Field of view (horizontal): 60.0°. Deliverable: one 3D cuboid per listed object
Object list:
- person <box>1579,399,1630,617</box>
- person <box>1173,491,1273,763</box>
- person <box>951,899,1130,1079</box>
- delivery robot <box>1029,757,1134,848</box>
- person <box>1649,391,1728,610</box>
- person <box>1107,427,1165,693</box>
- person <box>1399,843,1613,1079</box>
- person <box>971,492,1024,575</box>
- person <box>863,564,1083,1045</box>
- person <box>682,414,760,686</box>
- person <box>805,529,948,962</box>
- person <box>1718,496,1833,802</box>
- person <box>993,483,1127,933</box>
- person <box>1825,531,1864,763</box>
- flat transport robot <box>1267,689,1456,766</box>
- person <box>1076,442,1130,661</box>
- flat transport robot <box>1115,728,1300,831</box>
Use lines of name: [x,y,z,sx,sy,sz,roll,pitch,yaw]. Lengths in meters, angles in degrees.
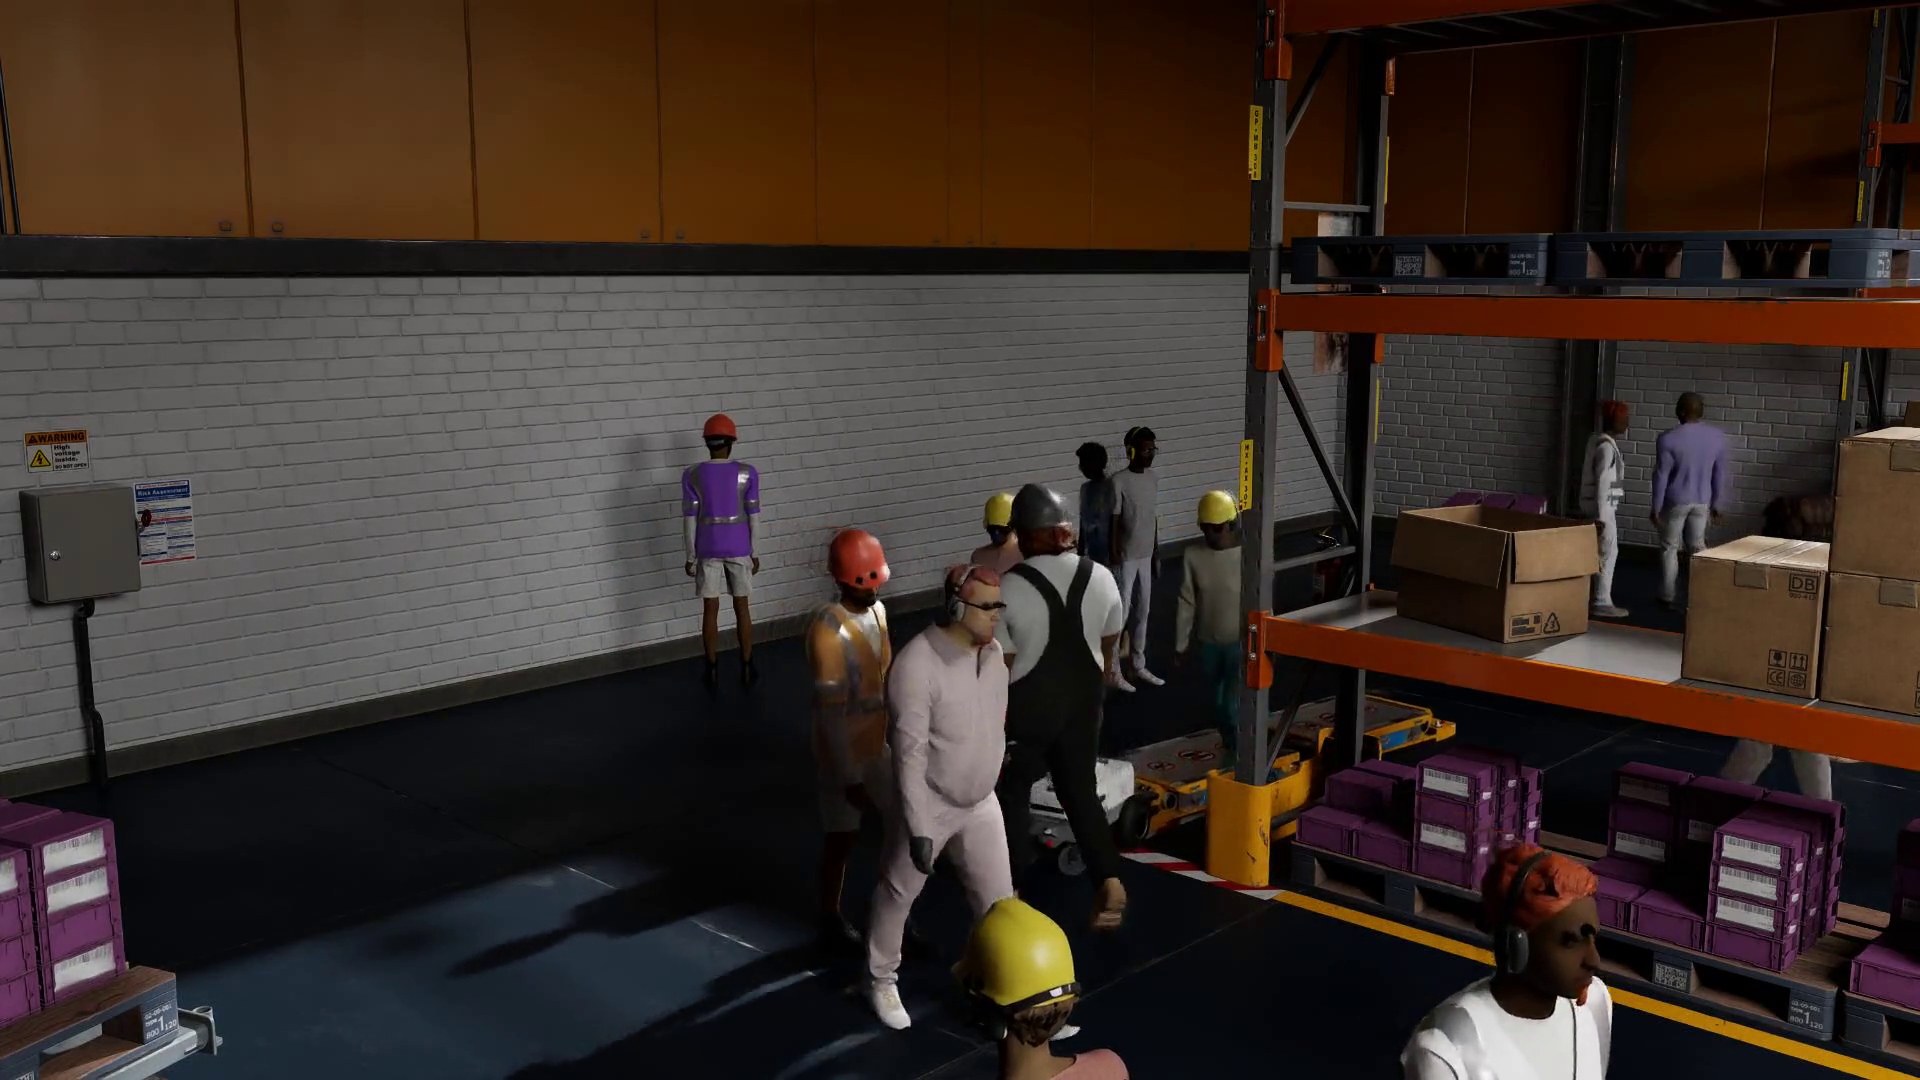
person: [5.358,-0.270,14.096,0.630,1.867,0.598,2,9,10]
person: [1.452,0.585,9.228,0.546,1.732,0.566,8,12,42]
person: [0.117,1.554,3.224,0.523,1.769,0.322,-9,13,-43]
delivery robot: [0.592,1.278,8.331,0.477,0.478,0.707,5,11,30]
person: [6.232,-0.303,14.181,0.636,1.916,0.692,-1,9,-7]
person: [1.221,0.134,11.654,0.511,1.858,0.314,-9,13,-43]
person: [1.121,1.507,3.304,0.602,1.827,1.003,-6,11,-32]
person: [0.342,0.561,9.441,0.537,1.729,0.767,6,11,32]
person: [-0.008,1.015,6.262,1.022,1.846,0.691,9,13,44]
person: [-1.688,0.073,11.814,0.544,1.927,0.384,-1,9,-7]
person: [-0.349,0.887,6.900,0.741,1.897,0.567,4,10,25]
person: [4.102,0.670,8.527,0.910,1.800,0.662,3,10,20]
person: [0.412,0.733,7.416,0.691,2.000,0.872,-4,10,-23]
person: [5.383,0.411,9.996,0.429,1.847,0.627,1,9,7]
flat transport robot: [2.352,1.164,10.190,1.431,0.197,0.652,-8,12,-40]
person: [1.052,0.102,12.402,0.397,1.668,0.563,-5,10,-26]
flat transport robot: [1.272,1.311,9.286,1.431,0.197,0.652,-8,12,-40]
